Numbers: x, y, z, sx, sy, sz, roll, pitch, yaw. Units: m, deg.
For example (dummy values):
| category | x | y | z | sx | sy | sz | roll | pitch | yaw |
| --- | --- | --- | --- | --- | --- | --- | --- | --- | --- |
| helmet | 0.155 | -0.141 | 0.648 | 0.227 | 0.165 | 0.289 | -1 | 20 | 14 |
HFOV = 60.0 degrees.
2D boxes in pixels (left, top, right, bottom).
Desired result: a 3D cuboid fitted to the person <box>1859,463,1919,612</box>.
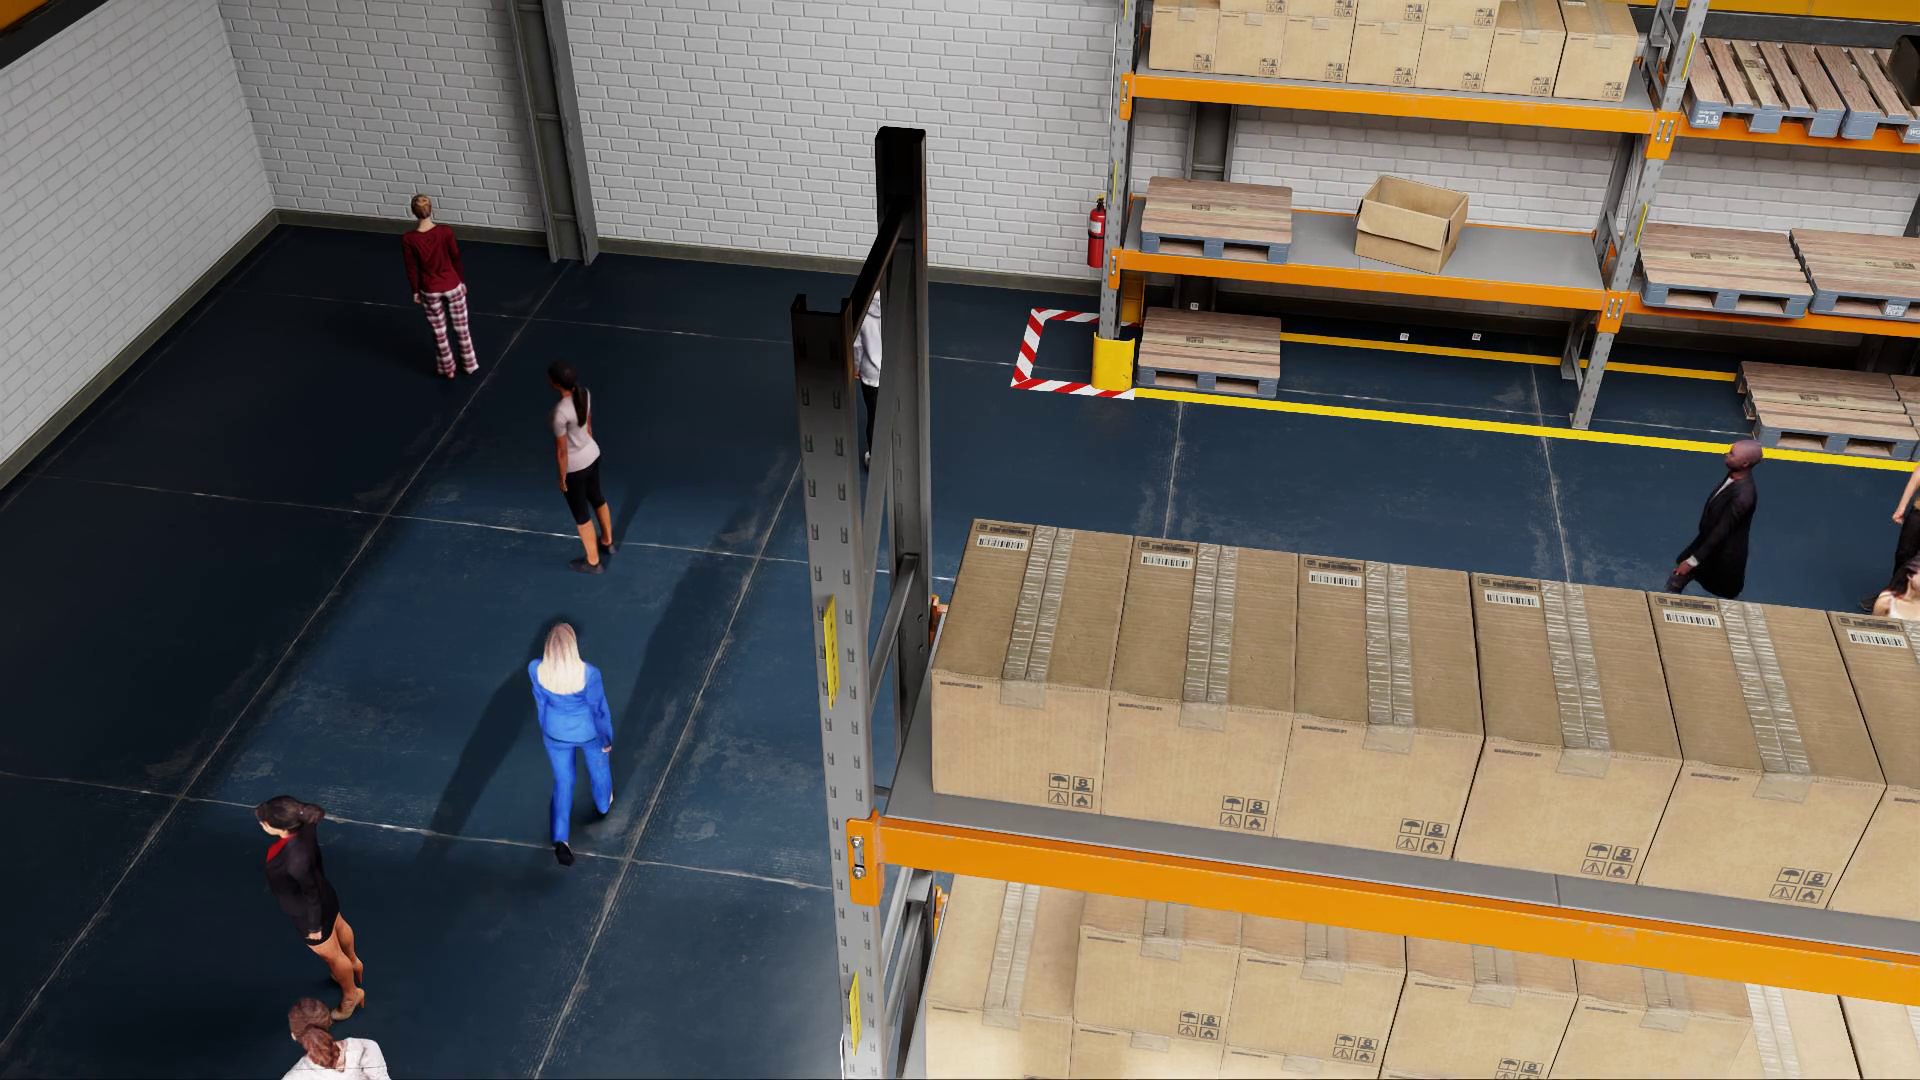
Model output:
| category | x | y | z | sx | sy | sz | roll | pitch | yaw |
| --- | --- | --- | --- | --- | --- | --- | --- | --- | --- |
| person | 6.780 | -0.167 | 11.471 | 0.884 | 1.829 | 0.820 | -30 | 47 | -32 |

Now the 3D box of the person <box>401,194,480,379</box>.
| category | x | y | z | sx | sy | sz | roll | pitch | yaw |
| --- | --- | --- | --- | --- | --- | --- | --- | --- | --- |
| person | -4.394 | -2.152 | 14.060 | 0.606 | 1.700 | 0.732 | -13 | 40 | -15 |

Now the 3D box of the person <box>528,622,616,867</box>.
| category | x | y | z | sx | sy | sz | roll | pitch | yaw |
| --- | --- | --- | --- | --- | --- | --- | --- | --- | --- |
| person | -2.309 | 1.208 | 9.867 | 0.969 | 1.681 | 0.744 | 3 | 39 | 4 |

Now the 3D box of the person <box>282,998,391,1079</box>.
| category | x | y | z | sx | sy | sz | roll | pitch | yaw |
| --- | --- | --- | --- | --- | --- | --- | --- | --- | --- |
| person | -2.854 | 2.831 | 7.836 | 0.749 | 1.679 | 0.809 | -24 | 44 | -27 |

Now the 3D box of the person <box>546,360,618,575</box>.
| category | x | y | z | sx | sy | sz | roll | pitch | yaw |
| --- | --- | --- | --- | --- | --- | --- | --- | --- | --- |
| person | -2.737 | -0.546 | 12.013 | 0.571 | 1.744 | 0.623 | 12 | 40 | 14 |

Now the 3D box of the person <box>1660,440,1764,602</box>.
| category | x | y | z | sx | sy | sz | roll | pitch | yaw |
| --- | --- | --- | --- | --- | --- | --- | --- | --- | --- |
| person | 5.219 | 0.119 | 11.205 | 1.162 | 1.713 | 0.642 | 6 | 39 | 8 |

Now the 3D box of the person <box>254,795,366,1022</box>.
| category | x | y | z | sx | sy | sz | roll | pitch | yaw |
| --- | --- | --- | --- | --- | --- | --- | --- | --- | --- |
| person | -3.476 | 1.962 | 8.956 | 0.729 | 1.640 | 0.678 | -8 | 39 | -10 |
